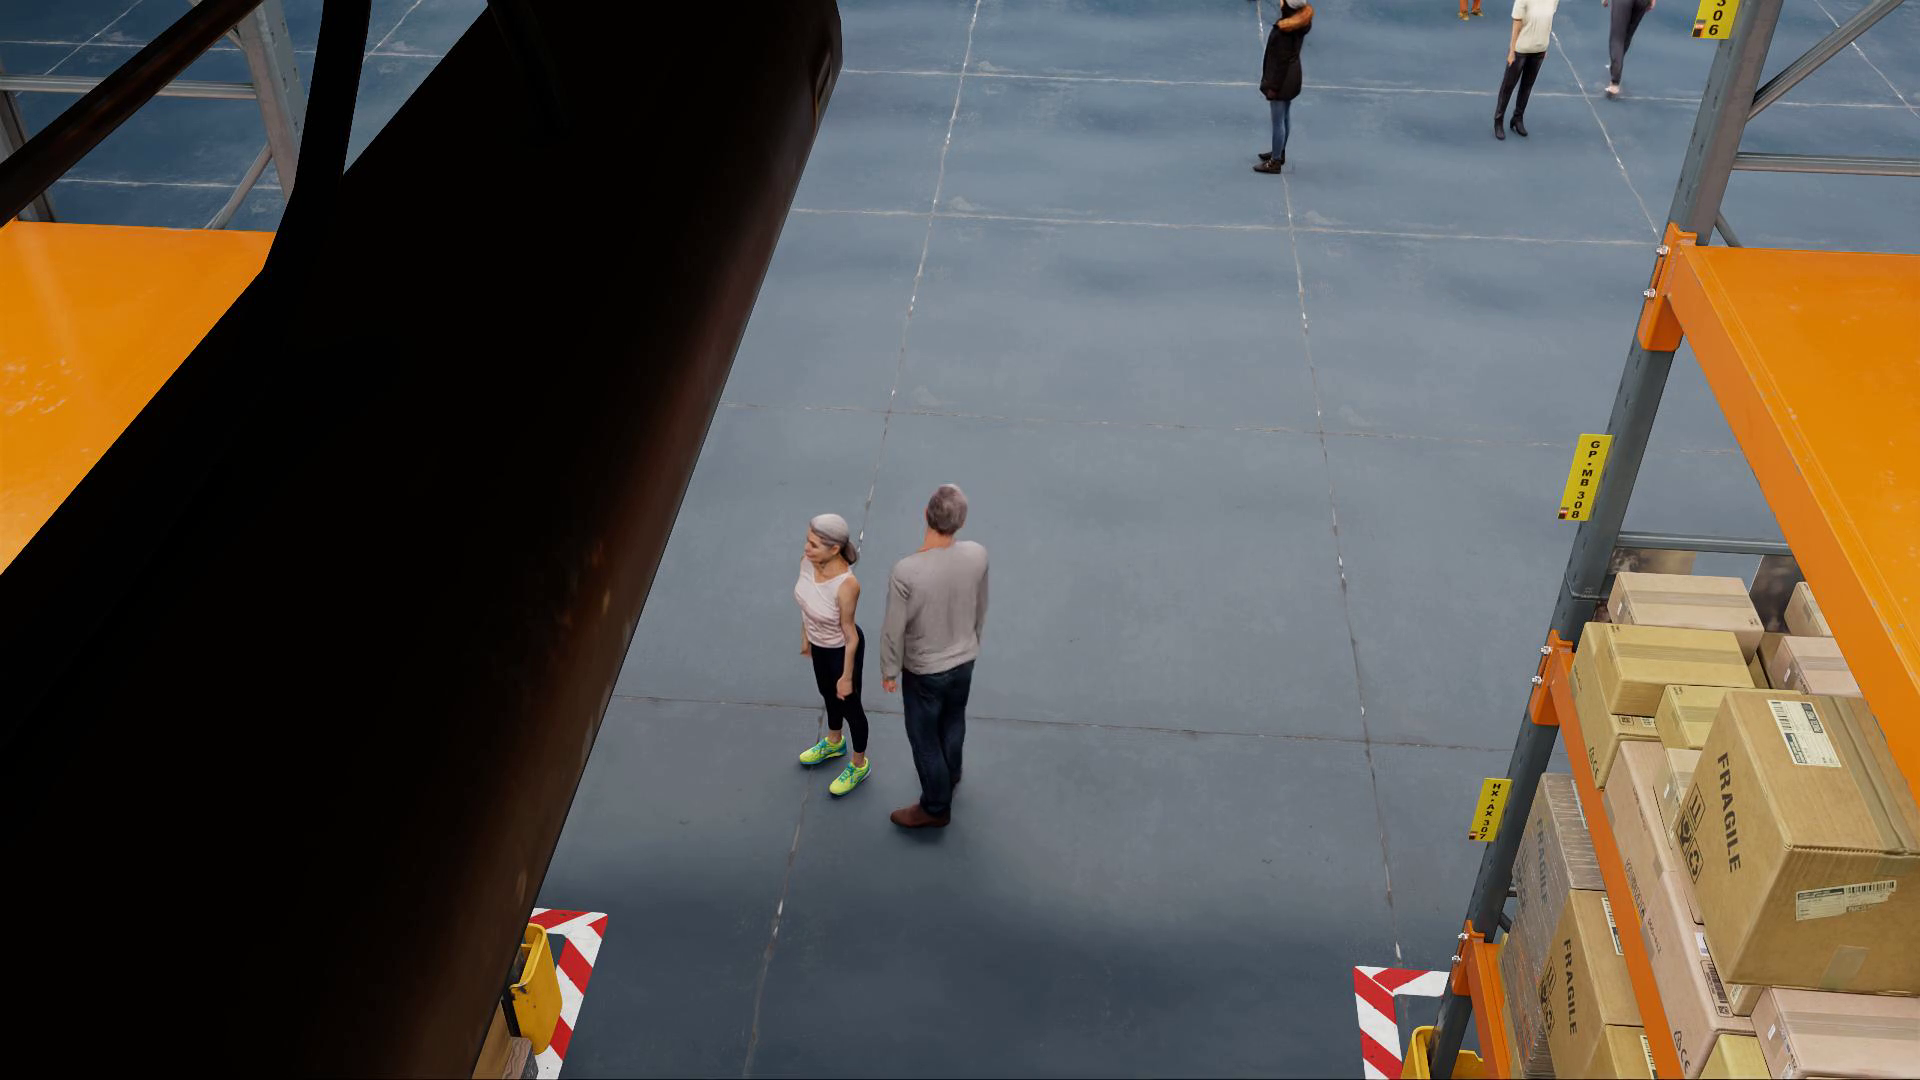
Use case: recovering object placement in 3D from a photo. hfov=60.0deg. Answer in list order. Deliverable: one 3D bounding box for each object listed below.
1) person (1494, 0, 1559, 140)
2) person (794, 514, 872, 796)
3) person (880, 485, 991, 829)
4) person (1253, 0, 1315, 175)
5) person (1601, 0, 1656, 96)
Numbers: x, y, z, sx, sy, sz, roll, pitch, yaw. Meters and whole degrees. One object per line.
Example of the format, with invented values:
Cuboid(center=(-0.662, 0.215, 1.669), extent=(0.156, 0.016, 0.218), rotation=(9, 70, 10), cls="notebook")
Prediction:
Cuboid(center=(5.047, -4.370, 14.795), extent=(0.653, 1.588, 0.612), rotation=(-11, 39, -14), cls="person")
Cuboid(center=(-0.626, 0.552, 8.411), extent=(0.735, 1.703, 0.665), rotation=(-25, 44, -28), cls="person")
Cuboid(center=(-0.111, 0.621, 8.187), extent=(0.967, 1.869, 0.932), rotation=(29, 46, 32), cls="person")
Cuboid(center=(2.767, -3.949, 14.219), extent=(0.764, 1.633, 0.650), rotation=(15, 40, 18), cls="person")
Cuboid(center=(6.262, -5.000, 15.487), extent=(0.628, 1.727, 0.990), rotation=(2, 38, 2), cls="person")
